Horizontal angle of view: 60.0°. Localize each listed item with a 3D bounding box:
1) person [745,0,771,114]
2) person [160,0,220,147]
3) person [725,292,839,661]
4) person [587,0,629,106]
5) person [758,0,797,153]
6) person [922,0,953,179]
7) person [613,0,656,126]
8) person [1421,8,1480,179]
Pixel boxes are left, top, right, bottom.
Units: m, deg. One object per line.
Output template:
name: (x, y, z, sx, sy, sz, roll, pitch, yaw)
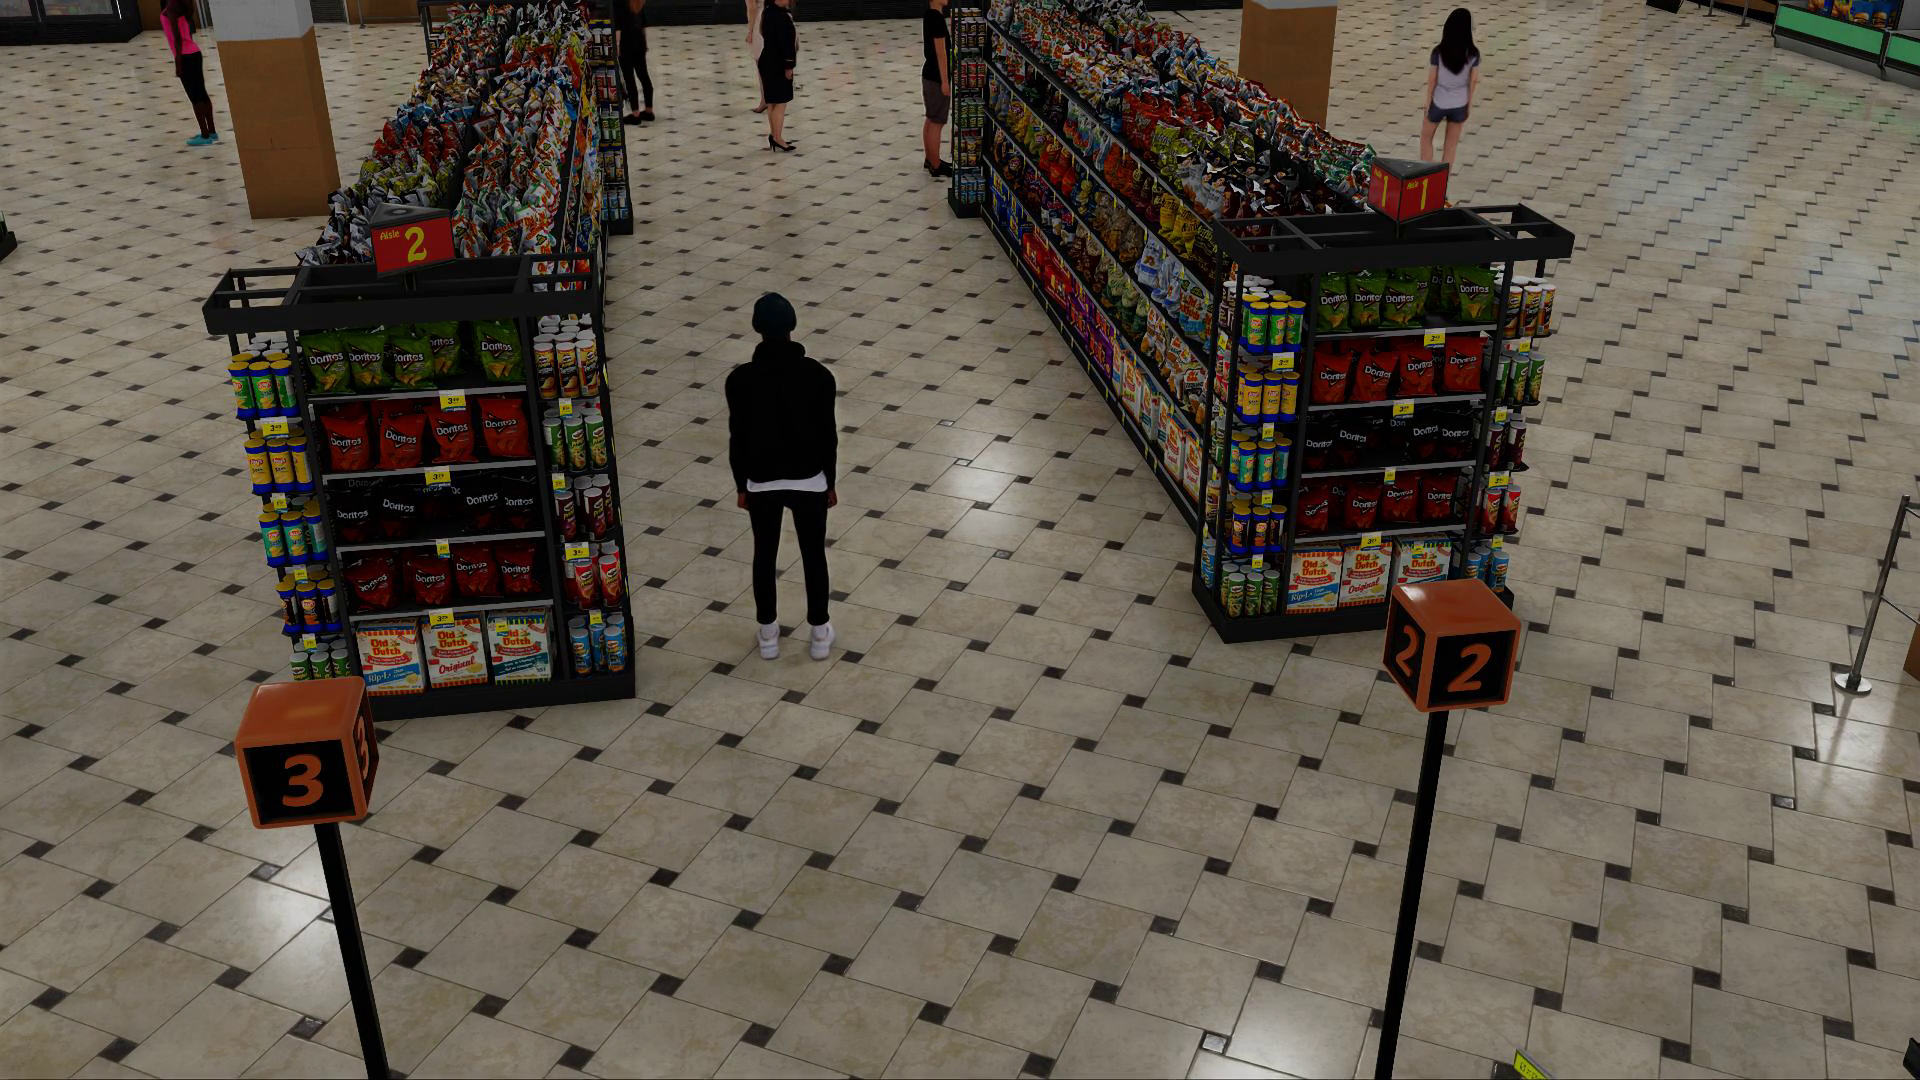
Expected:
person: (-2.182, -5.628, 18.423, 0.743, 1.736, 0.678, 17, 31, 29)
person: (-7.922, -4.936, 17.074, 0.656, 1.722, 0.535, 0, 27, 1)
person: (-0.816, -0.280, 7.787, 0.695, 1.818, 0.630, -1, 27, -1)
person: (-4.057, -5.642, 18.395, 1.092, 1.786, 1.203, 9, 28, 17)
person: (-1.855, -4.795, 16.851, 0.797, 1.671, 0.638, -10, 29, -20)
person: (-0.226, -4.452, 15.966, 0.746, 1.861, 0.504, -6, 27, -11)
person: (-3.538, -5.380, 17.963, 0.750, 1.710, 0.683, 16, 31, 29)
person: (4.455, -3.947, 15.150, 0.669, 1.698, 0.680, 4, 27, 7)
